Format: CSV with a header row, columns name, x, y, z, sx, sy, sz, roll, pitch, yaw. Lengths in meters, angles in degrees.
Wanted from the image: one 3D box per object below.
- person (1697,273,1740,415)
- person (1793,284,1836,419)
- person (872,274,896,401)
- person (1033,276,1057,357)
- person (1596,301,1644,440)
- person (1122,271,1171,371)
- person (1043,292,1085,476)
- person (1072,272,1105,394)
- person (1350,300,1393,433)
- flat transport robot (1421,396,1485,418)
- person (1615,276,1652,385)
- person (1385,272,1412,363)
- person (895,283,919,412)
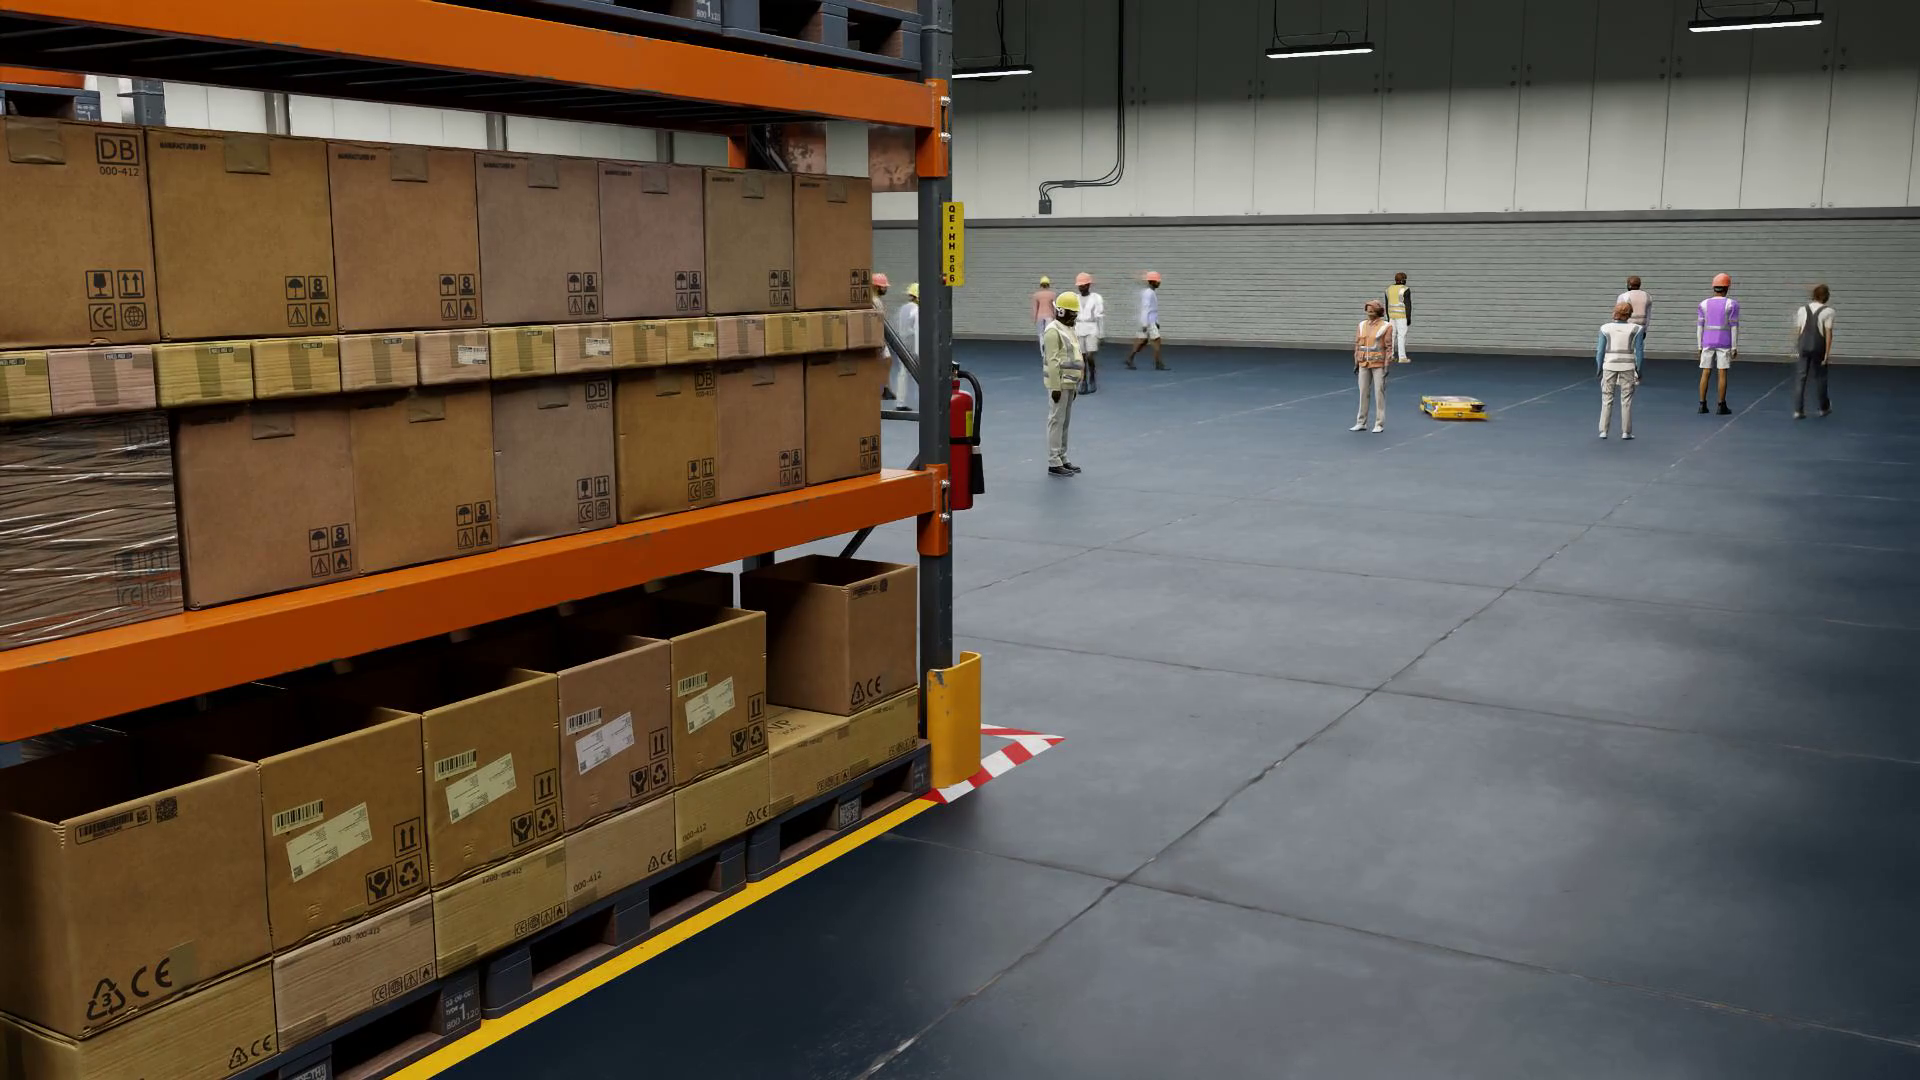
name,x,y,z,sx,sy,sz,roll,pitch,yaw
person,10.442,-2.697,22.919,0.545,1.942,0.351,9,13,42
person,11.527,-2.534,22.390,0.938,1.793,0.510,-9,13,-43
person,-1.147,-3.002,24.791,0.752,1.908,0.568,0,10,1
person,1.816,-4.773,35.614,0.541,1.749,0.565,3,10,18
person,7.838,-2.009,19.777,0.524,1.639,0.308,5,11,28
person,3.551,-4.174,31.704,0.903,1.906,0.545,1,10,8
person,1.036,-1.552,16.562,0.403,1.823,0.586,3,10,19
person,1.971,-3.233,26.115,0.588,1.918,0.442,5,11,26
person,5.106,-2.146,20.580,0.309,1.640,0.513,-9,13,-43
flat transport robot,6.716,-1.823,22.686,0.652,0.197,1.431,1,10,8
person,11.341,-3.536,28.125,0.627,1.844,0.429,-2,10,-13
person,9.003,-4.553,34.078,0.429,1.844,0.627,-7,12,-35
person,-0.542,-2.658,23.095,0.870,1.789,0.606,-6,12,-33
